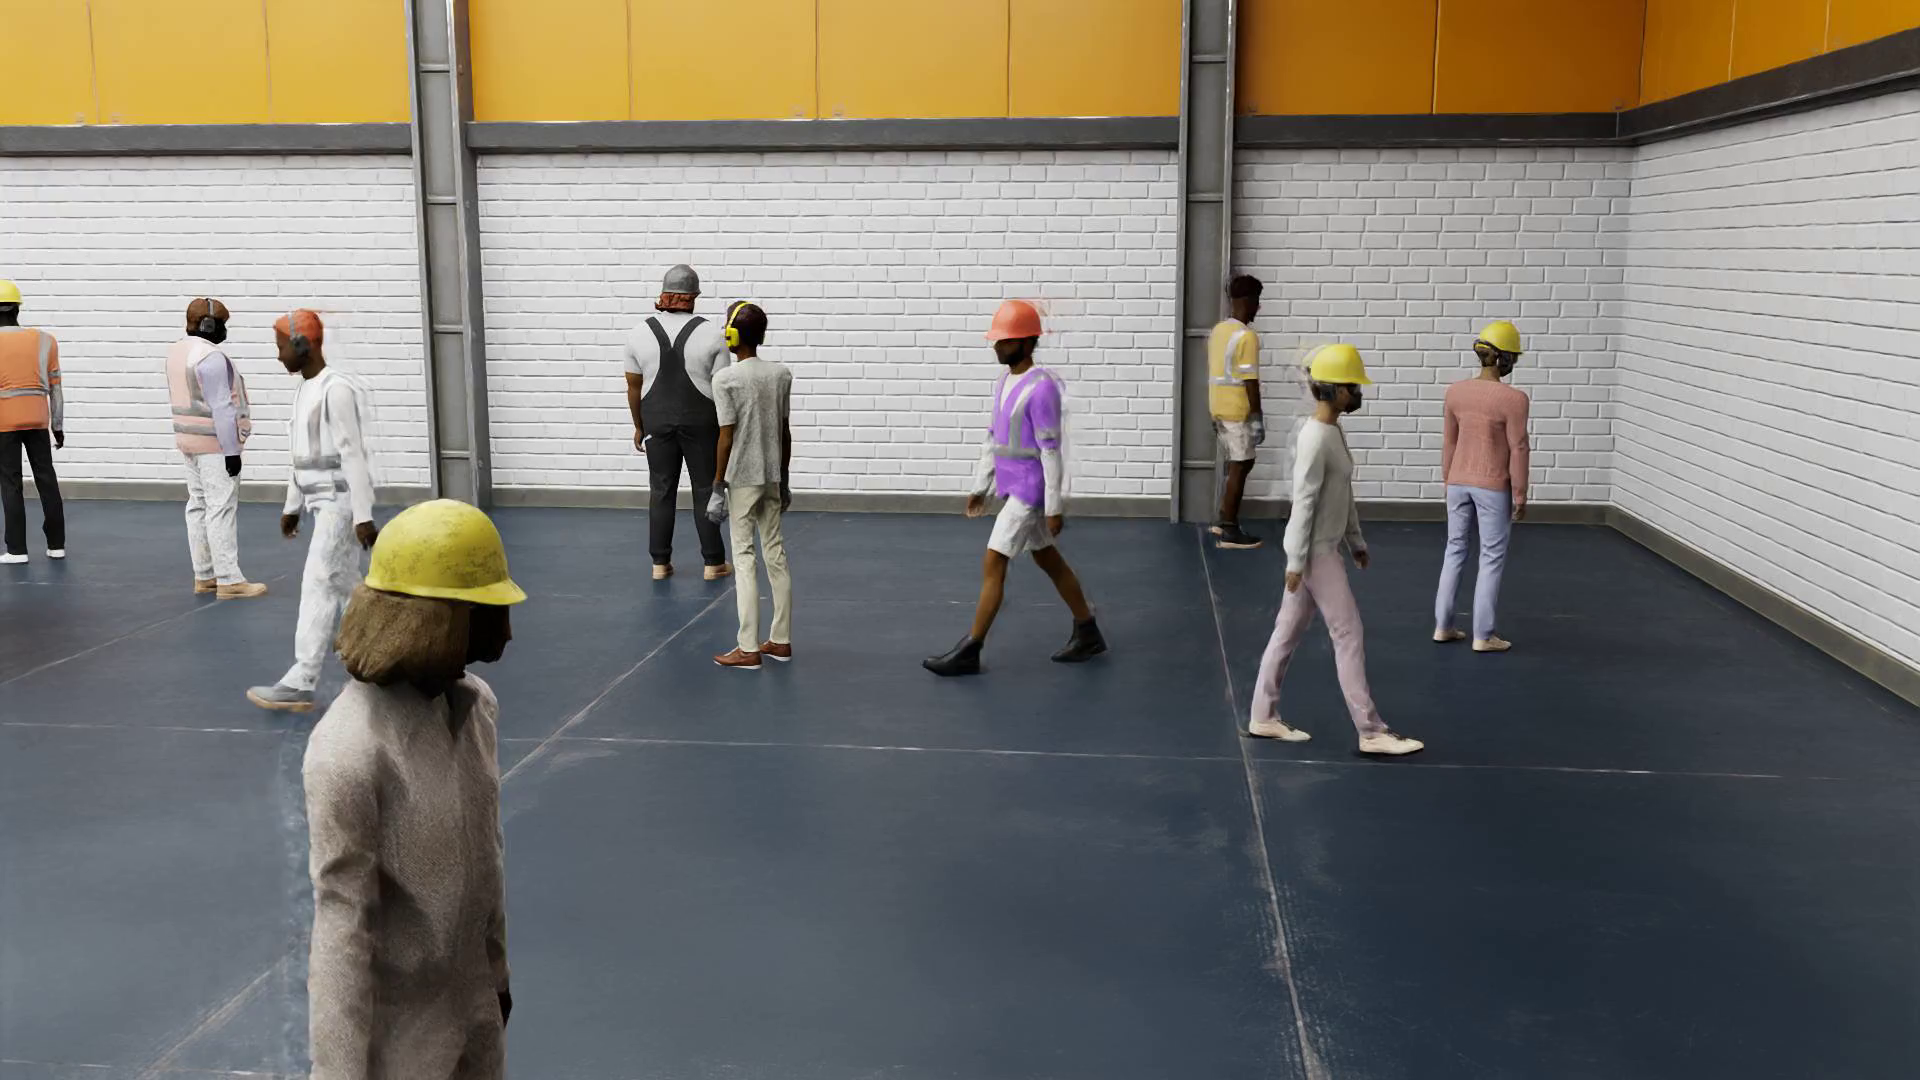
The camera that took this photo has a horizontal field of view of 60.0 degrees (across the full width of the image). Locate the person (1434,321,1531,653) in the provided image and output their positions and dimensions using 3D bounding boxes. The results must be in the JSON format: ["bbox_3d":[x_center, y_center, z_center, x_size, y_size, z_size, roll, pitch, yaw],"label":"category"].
[{"bbox_3d":[2.789,-0.276,8.824,0.342,1.754,0.531,-7,12,-36],"label":"person"}]

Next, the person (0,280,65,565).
[{"bbox_3d":[-6.393,-0.791,11.274,0.382,1.923,0.591,9,13,41],"label":"person"}]

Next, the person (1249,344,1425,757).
[{"bbox_3d":[1.622,0.050,7.014,0.838,1.733,0.531,3,10,16],"label":"person"}]

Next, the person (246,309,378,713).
[{"bbox_3d":[-3.011,-0.133,7.764,0.787,1.833,0.652,-7,12,-35],"label":"person"}]

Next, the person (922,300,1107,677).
[{"bbox_3d":[0.329,-0.260,8.373,1.019,1.885,0.548,-3,10,-15],"label":"person"}]

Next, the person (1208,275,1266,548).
[{"bbox_3d":[2.002,-0.911,11.870,0.445,1.945,0.672,-3,10,-15],"label":"person"}]

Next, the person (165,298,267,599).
[{"bbox_3d":[-4.572,-0.559,10.200,0.621,1.838,0.429,9,13,41],"label":"person"}]

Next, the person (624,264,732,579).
[{"bbox_3d":[-1.784,-0.762,10.777,0.690,2.000,0.538,1,10,5],"label":"person"}]

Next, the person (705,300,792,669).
[{"bbox_3d":[-1.073,-0.278,8.478,0.328,1.877,0.521,9,13,42],"label":"person"}]

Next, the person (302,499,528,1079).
[{"bbox_3d":[-0.921,0.781,2.820,0.452,1.720,0.496,2,10,12],"label":"person"}]
